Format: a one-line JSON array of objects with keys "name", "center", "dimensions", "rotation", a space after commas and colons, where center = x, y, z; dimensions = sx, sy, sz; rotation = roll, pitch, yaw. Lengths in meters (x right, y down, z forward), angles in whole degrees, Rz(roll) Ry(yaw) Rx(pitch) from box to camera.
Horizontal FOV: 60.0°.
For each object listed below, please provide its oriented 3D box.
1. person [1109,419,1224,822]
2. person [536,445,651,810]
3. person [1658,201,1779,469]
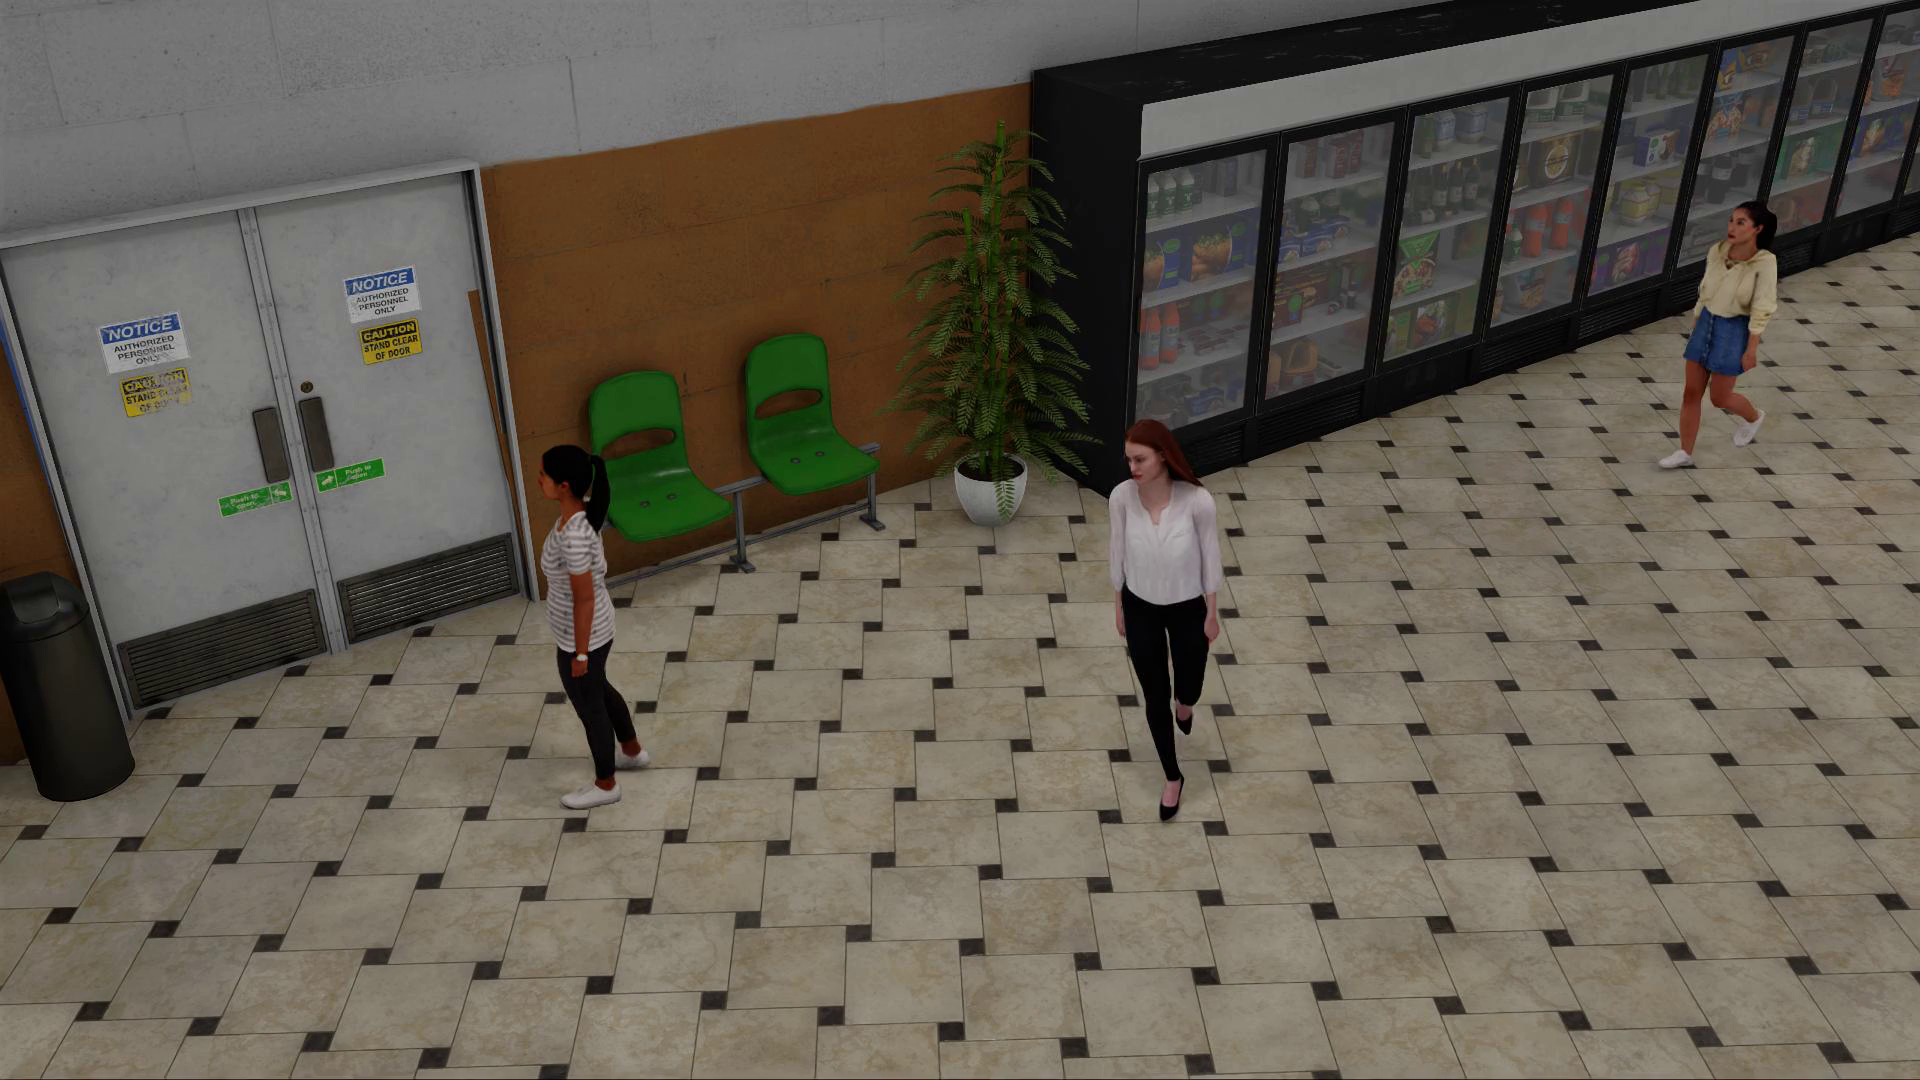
[{"name": "person", "center": [0.846, 0.292, 6.842], "dimensions": [0.940, 1.731, 0.978], "rotation": [5, 29, 10]}, {"name": "person", "center": [-1.509, 0.356, 6.816], "dimensions": [0.742, 1.644, 0.662], "rotation": [-5, 29, -8]}, {"name": "person", "center": [4.473, -1.171, 9.640], "dimensions": [0.809, 1.617, 0.905], "rotation": [-12, 31, -20]}]
